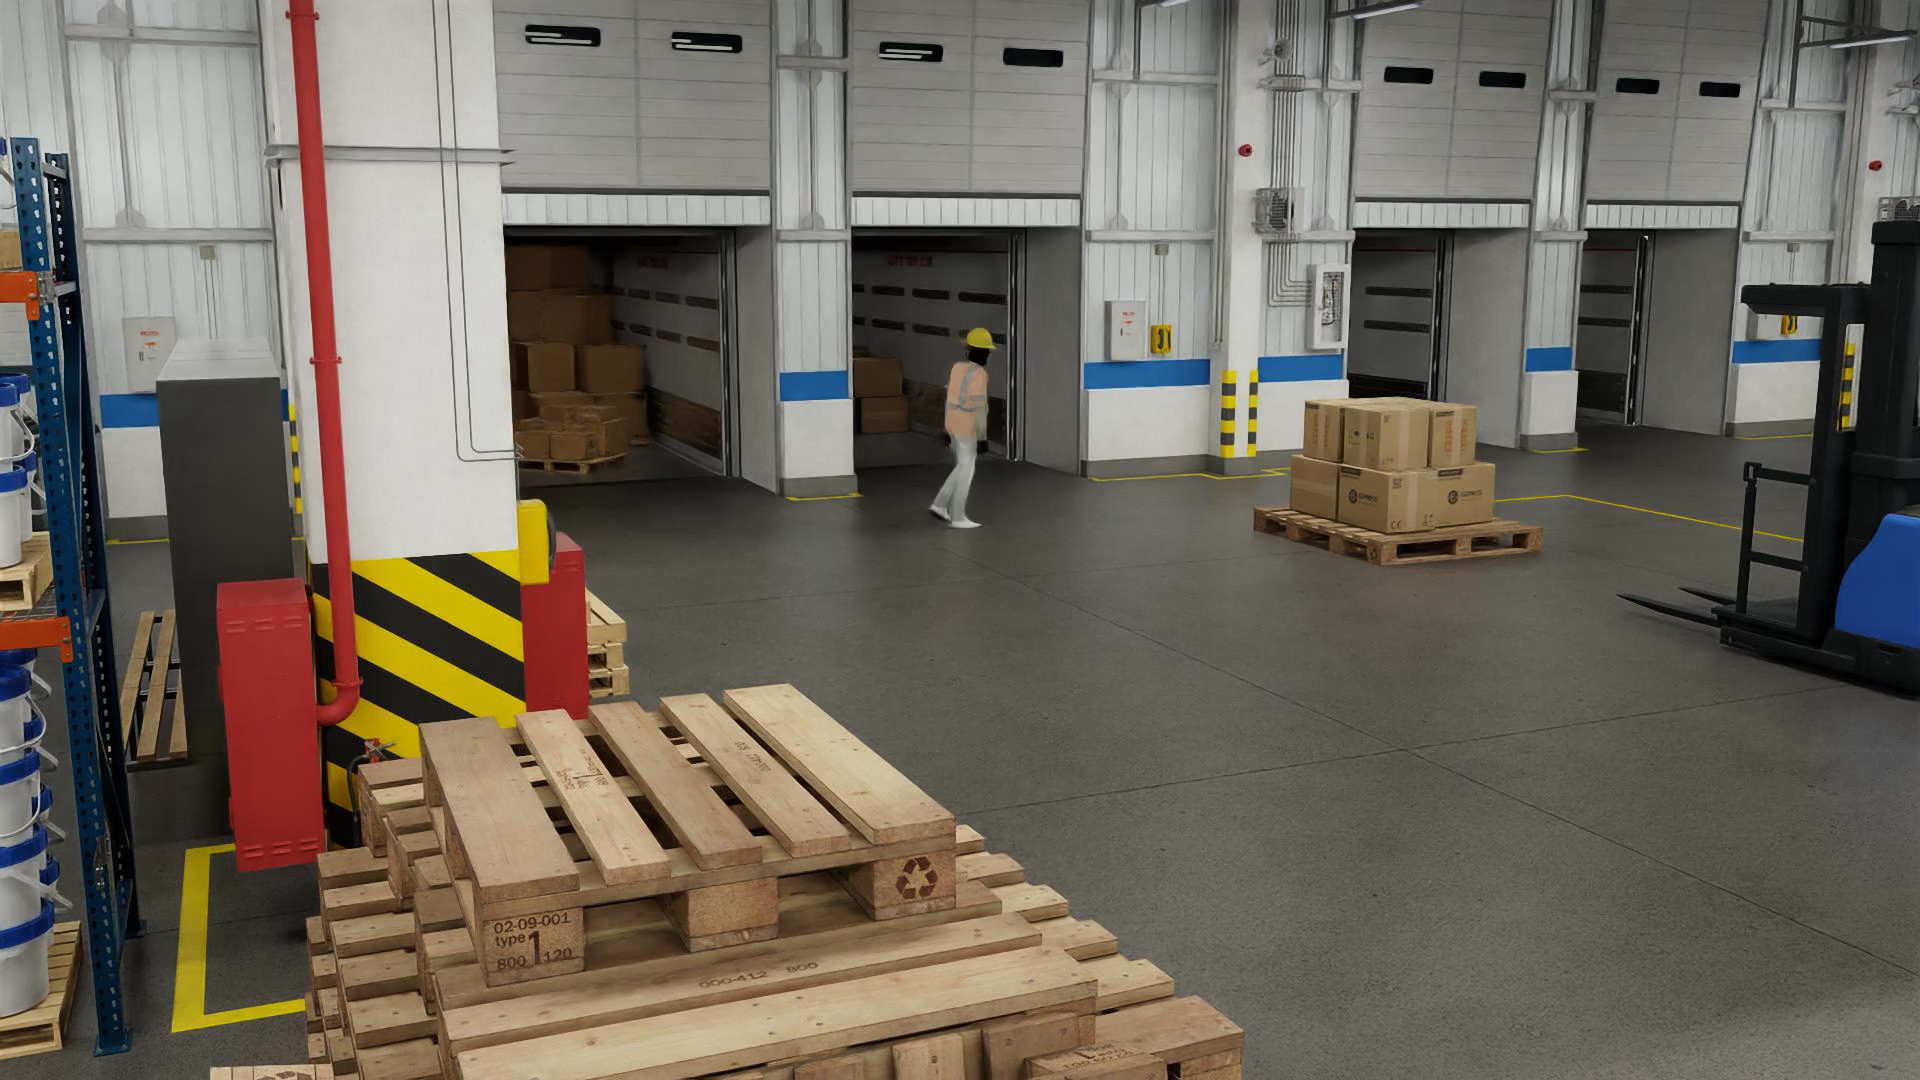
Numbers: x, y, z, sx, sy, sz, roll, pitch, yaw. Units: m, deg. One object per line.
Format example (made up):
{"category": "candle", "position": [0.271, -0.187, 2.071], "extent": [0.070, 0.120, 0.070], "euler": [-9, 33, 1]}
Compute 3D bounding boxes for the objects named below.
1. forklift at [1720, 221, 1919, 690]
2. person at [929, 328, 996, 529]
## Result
{"category": "forklift", "position": [5.949, -0.550, 10.218], "extent": [1.129, 2.768, 1.873], "euler": [-4, 11, -23]}
{"category": "person", "position": [0.075, -1.039, 15.626], "extent": [0.531, 1.900, 0.605], "euler": [-5, 11, -24]}
